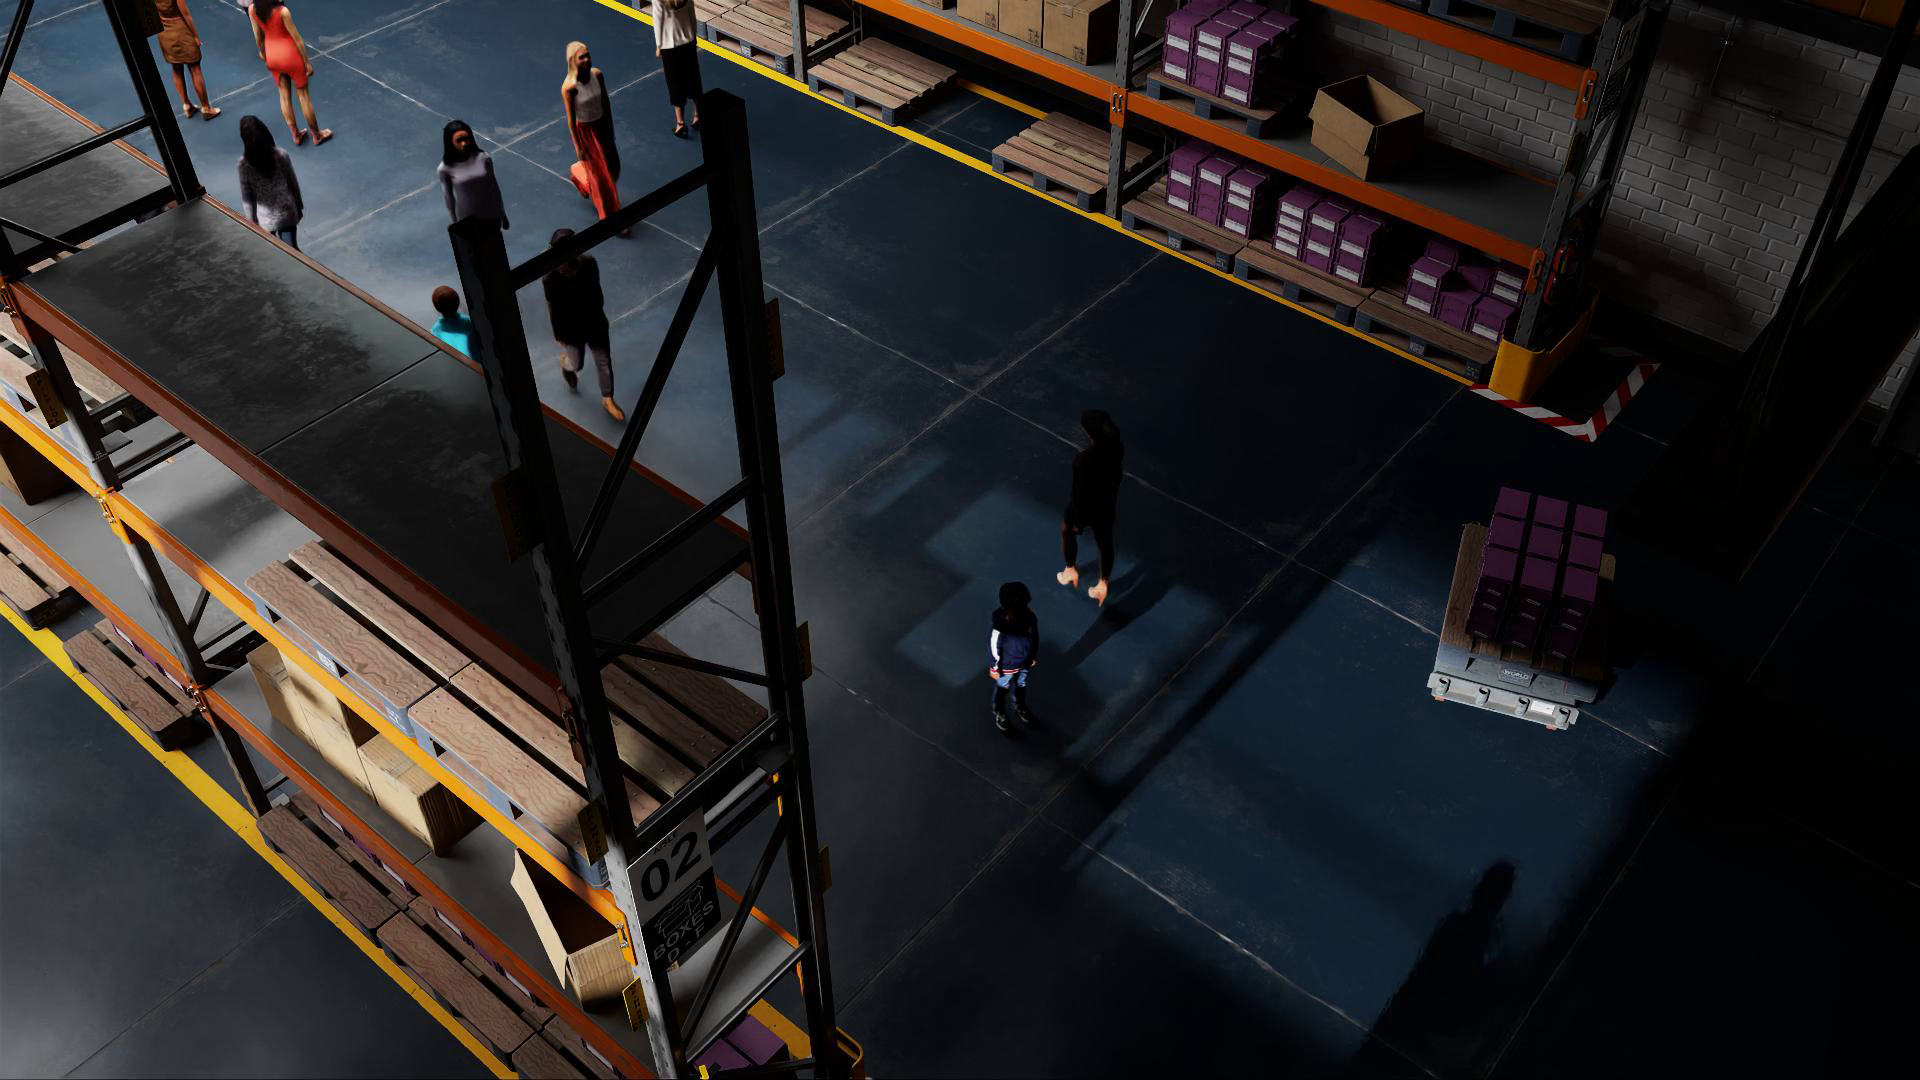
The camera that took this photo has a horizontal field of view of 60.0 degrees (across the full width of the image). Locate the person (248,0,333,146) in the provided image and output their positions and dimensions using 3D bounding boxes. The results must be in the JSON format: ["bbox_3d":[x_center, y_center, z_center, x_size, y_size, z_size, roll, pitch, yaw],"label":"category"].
[{"bbox_3d":[-6.418,-4.560,15.805,0.626,1.719,0.728,4,44,5],"label":"person"}]

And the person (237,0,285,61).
[{"bbox_3d":[-7.231,-5.766,17.054,0.766,1.743,0.736,-23,48,-22],"label":"person"}]

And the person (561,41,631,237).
[{"bbox_3d":[-3.310,-3.594,14.746,1.009,1.782,0.640,29,51,27],"label":"person"}]

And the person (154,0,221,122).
[{"bbox_3d":[-7.623,-4.895,16.182,0.589,1.684,0.700,9,44,10],"label":"person"}]

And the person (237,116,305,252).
[{"bbox_3d":[-5.643,-2.656,13.813,0.755,1.709,0.826,-30,51,-28],"label":"person"}]

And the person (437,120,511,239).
[{"bbox_3d":[-4.051,-2.738,13.890,0.723,1.722,0.791,-22,48,-22],"label":"person"}]

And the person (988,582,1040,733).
[{"bbox_3d":[0.345,0.724,10.619,0.565,1.222,0.567,-23,48,-22],"label":"person"}]

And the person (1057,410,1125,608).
[{"bbox_3d":[0.957,-0.157,11.253,0.697,1.624,0.740,-26,50,-25],"label":"person"}]

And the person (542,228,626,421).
[{"bbox_3d":[-2.963,-1.718,12.843,0.756,1.690,1.044,-28,50,-26],"label":"person"}]

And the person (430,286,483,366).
[{"bbox_3d":[-3.724,-1.249,12.546,0.709,1.419,0.963,-24,49,-24],"label":"person"}]

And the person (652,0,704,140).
[{"bbox_3d":[-2.696,-4.731,15.884,0.628,1.858,0.559,-32,52,-29],"label":"person"}]
